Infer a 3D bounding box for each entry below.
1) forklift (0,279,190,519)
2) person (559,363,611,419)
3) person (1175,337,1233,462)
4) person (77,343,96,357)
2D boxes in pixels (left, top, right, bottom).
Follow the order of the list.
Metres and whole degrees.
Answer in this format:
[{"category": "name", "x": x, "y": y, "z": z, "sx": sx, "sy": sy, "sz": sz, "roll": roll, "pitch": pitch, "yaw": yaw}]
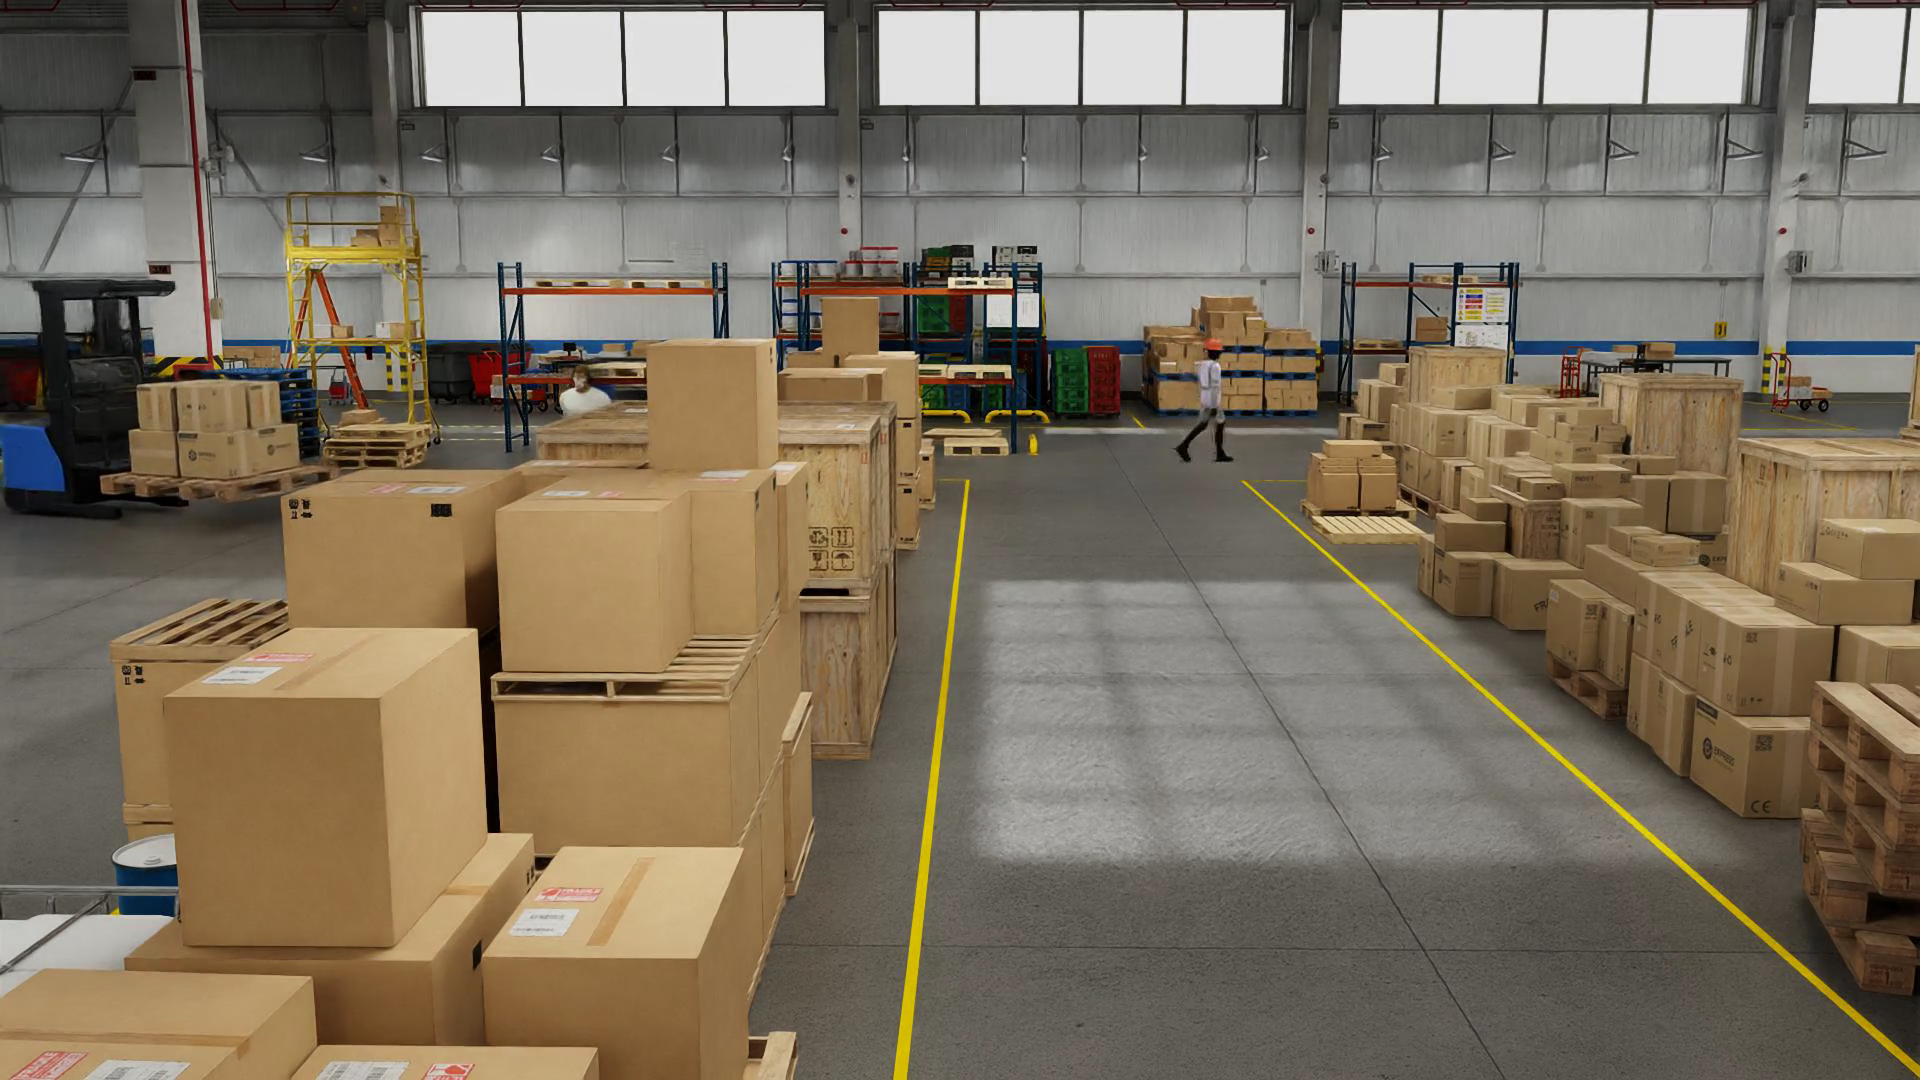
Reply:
[{"category": "forklift", "x": -10.568, "y": -1.747, "z": 20.099, "sx": 1.873, "sy": 2.768, "sz": 1.129, "roll": 4, "pitch": 10, "yaw": 22}, {"category": "person", "x": -4.249, "y": -1.093, "z": 19.129, "sx": 0.639, "sy": 1.910, "sz": 0.925, "roll": 2, "pitch": 10, "yaw": 11}, {"category": "person", "x": 3.728, "y": -2.115, "z": 25.220, "sx": 0.866, "sy": 1.913, "sz": 0.550, "roll": -4, "pitch": 10, "yaw": -20}, {"category": "person", "x": -12.180, "y": -1.796, "z": 23.305, "sx": 0.661, "sy": 1.901, "sz": 0.928, "roll": -3, "pitch": 10, "yaw": -19}]
